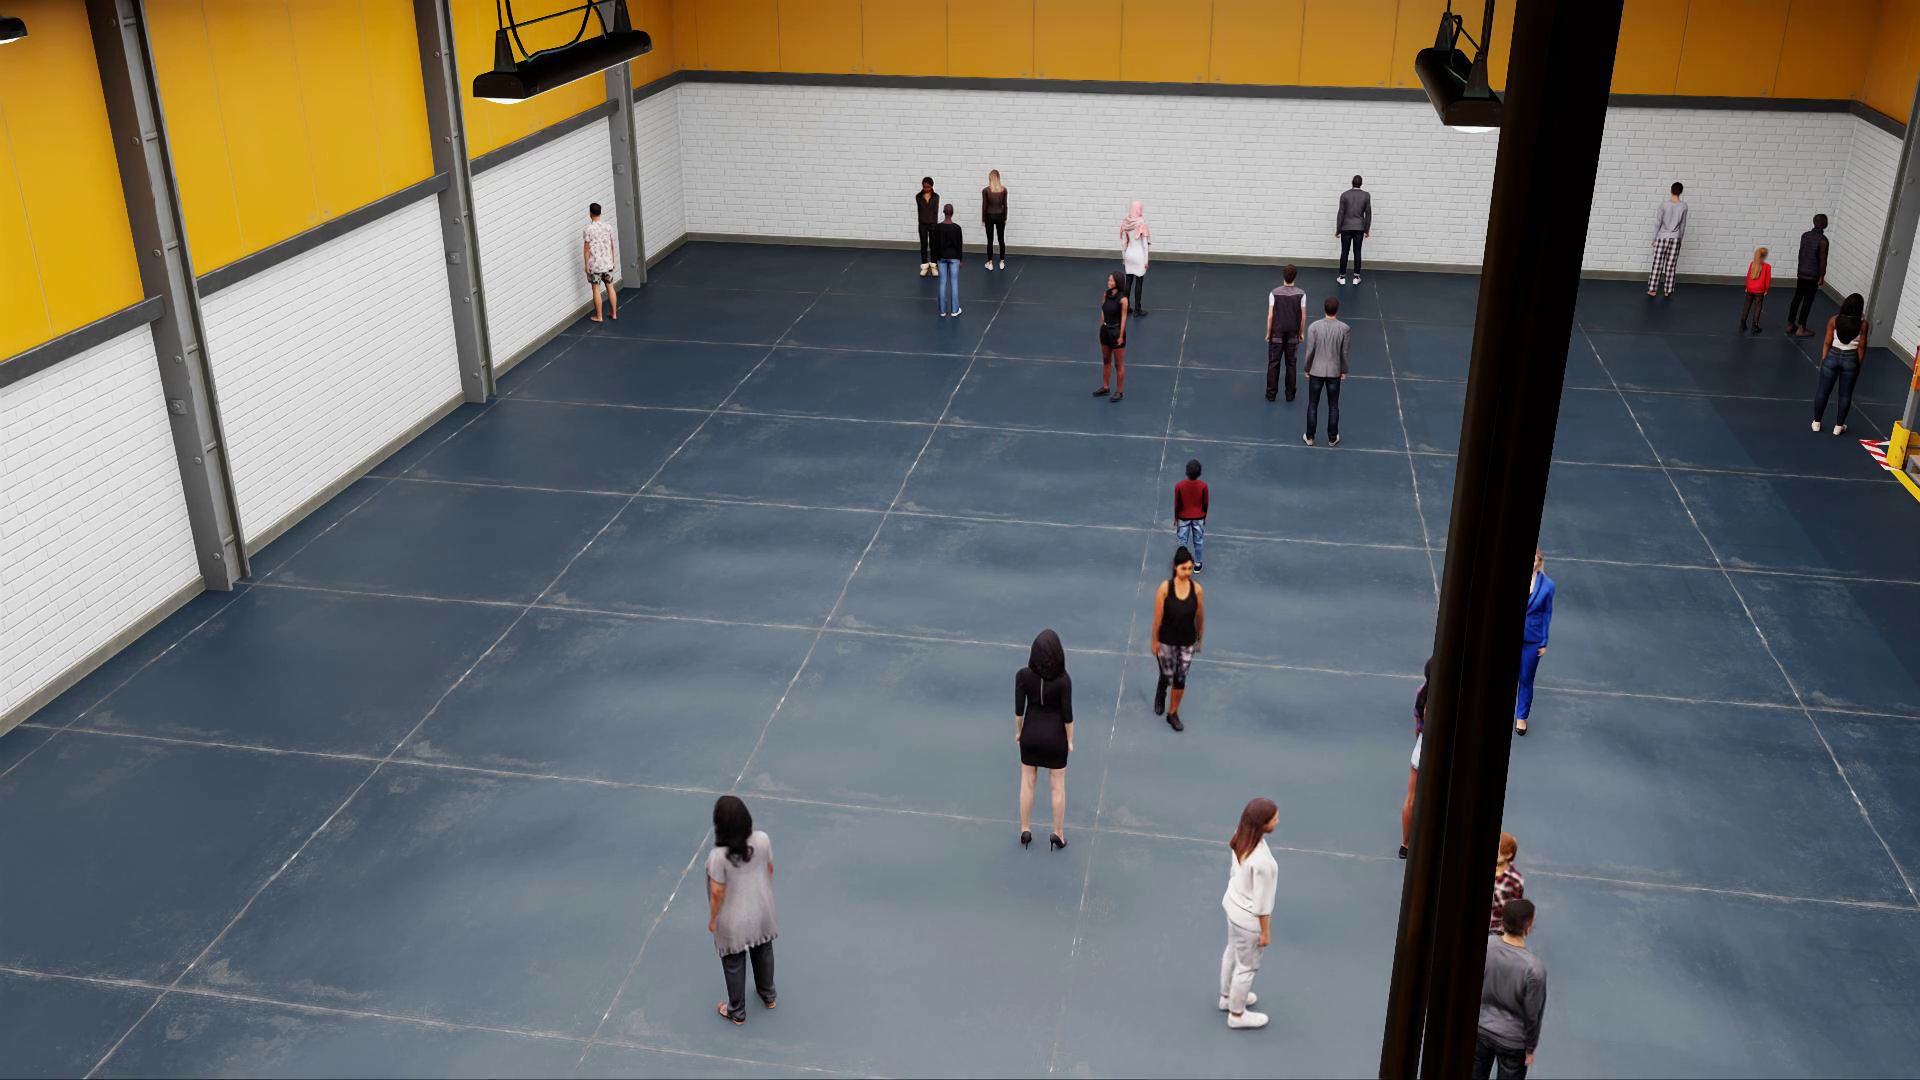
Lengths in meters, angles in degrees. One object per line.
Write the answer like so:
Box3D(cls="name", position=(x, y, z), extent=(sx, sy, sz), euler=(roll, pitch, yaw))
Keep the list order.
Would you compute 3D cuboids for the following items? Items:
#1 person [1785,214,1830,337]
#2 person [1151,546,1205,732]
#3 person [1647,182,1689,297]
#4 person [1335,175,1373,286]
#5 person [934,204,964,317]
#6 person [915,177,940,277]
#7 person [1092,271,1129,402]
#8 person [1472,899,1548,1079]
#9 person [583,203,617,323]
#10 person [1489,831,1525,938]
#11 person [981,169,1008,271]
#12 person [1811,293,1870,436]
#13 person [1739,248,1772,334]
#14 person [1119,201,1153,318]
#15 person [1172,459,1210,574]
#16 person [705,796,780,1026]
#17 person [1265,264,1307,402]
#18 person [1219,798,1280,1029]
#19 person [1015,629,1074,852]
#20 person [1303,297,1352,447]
Box3D(cls="person", position=(12.751, -3.993, 24.971), extent=(0.833, 1.836, 0.676), euler=(-6, 24, -13))
Box3D(cls="person", position=(1.820, 0.813, 14.201), extent=(0.723, 1.656, 0.777), euler=(-5, 24, -11))
Box3D(cls="person", position=(11.499, -4.881, 26.989), extent=(0.614, 1.848, 0.515), euler=(4, 24, 10))
Box3D(cls="person", position=(6.540, -5.164, 27.673), extent=(0.706, 1.818, 0.559), euler=(4, 24, 9))
Box3D(cls="person", position=(-0.179, -4.377, 25.958), extent=(0.592, 1.749, 0.523), euler=(3, 24, 8))
Box3D(cls="person", position=(-0.549, -5.363, 28.323), extent=(0.622, 1.662, 0.689), euler=(1, 24, 1))
Box3D(cls="person", position=(2.047, -2.731, 22.205), extent=(0.722, 1.740, 0.675), euler=(-18, 29, -35))
Box3D(cls="person", position=(3.087, 2.809, 9.505), extent=(0.700, 1.760, 0.718), euler=(21, 31, 39))
Box3D(cls="person", position=(-5.553, -4.291, 25.682), extent=(0.719, 1.812, 0.803), euler=(-19, 30, -37))
Box3D(cls="person", position=(3.518, 2.453, 10.898), extent=(0.706, 1.298, 0.654), euler=(-22, 32, -40))
Box3D(cls="person", position=(0.598, -5.520, 28.630), extent=(0.665, 1.703, 0.627), euler=(-4, 24, -9))
Box3D(cls="person", position=(11.113, -2.227, 20.965), extent=(0.733, 1.810, 0.741), euler=(16, 28, 32))
Box3D(cls="person", position=(12.076, -3.799, 25.221), extent=(0.625, 1.281, 0.578), euler=(-19, 30, -37))
Box3D(cls="person", position=(2.732, -4.390, 25.921), extent=(0.739, 1.804, 0.761), euler=(19, 30, 36))
Box3D(cls="person", position=(2.380, -0.249, 17.133), extent=(0.539, 1.254, 0.544), euler=(0, 24, -1))
Box3D(cls="person", position=(-1.400, 2.366, 10.701), extent=(0.771, 1.614, 0.836), euler=(-18, 29, -35))
Box3D(cls="person", position=(4.324, -2.758, 22.131), extent=(0.676, 1.848, 0.586), euler=(2, 24, 4))
Box3D(cls="person", position=(1.827, 2.366, 10.610), extent=(0.747, 1.688, 0.629), euler=(-6, 24, -14))
Box3D(cls="person", position=(0.623, 1.508, 12.424), extent=(0.614, 1.807, 0.520), euler=(7, 25, 16))
Box3D(cls="person", position=(4.522, -2.085, 20.562), extent=(0.674, 1.871, 0.557), euler=(4, 24, 9))
